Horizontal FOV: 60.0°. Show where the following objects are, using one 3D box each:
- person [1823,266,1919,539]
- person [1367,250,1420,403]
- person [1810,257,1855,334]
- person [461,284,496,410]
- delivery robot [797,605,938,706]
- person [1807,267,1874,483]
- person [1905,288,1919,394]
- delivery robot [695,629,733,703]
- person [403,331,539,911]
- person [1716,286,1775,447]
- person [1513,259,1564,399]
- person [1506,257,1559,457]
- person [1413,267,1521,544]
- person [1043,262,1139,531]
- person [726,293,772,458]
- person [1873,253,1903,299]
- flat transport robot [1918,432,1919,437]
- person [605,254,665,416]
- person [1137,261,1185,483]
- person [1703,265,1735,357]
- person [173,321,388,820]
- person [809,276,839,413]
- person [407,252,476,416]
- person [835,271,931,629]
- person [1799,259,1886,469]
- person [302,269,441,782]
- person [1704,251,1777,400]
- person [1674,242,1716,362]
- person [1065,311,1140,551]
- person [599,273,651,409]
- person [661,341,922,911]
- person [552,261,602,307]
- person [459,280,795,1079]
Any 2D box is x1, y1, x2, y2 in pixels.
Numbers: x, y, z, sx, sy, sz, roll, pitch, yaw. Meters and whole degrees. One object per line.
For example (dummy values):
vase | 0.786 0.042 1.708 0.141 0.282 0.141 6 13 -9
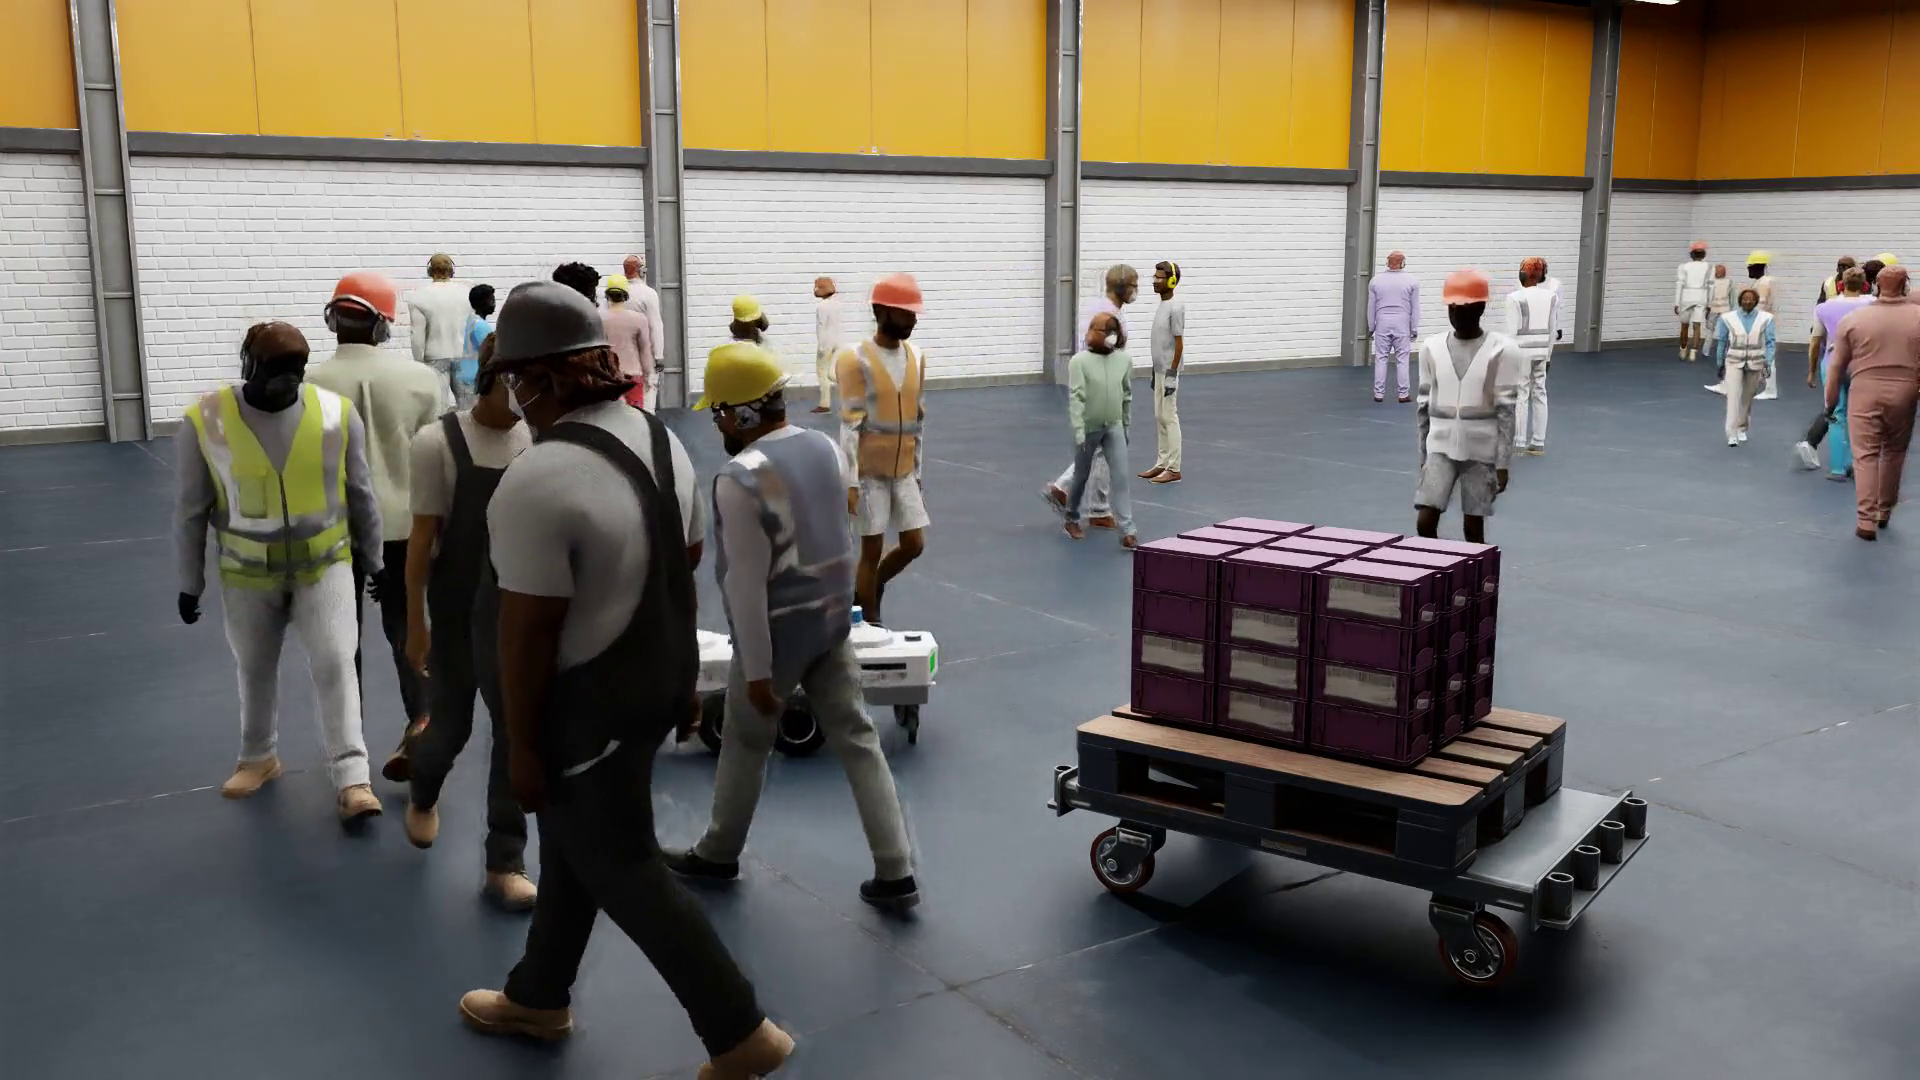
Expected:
person | 6.432 -0.973 11.662 0.683 1.864 0.920 4 11 20
person | 5.455 -2.681 20.937 0.643 1.910 0.399 4 11 23
person | 11.789 -2.884 22.338 0.882 1.801 0.645 -7 13 -34
person | -4.055 -1.372 14.426 0.778 1.670 0.552 -4 11 -19
delivery robot | -0.449 0.514 6.871 0.707 0.478 0.477 -1 10 -7
person | 7.548 -1.412 14.234 0.554 1.813 0.655 2 11 10
person | 12.696 -2.763 21.907 0.529 1.721 0.912 3 11 18
delivery robot | -1.177 0.524 6.818 0.707 0.478 0.477 -1 10 -7
person | -1.543 0.224 5.291 0.560 1.810 0.730 -8 13 -39
person | 7.880 -1.753 16.717 0.508 1.590 0.866 3 11 18
person | 7.468 -2.725 21.513 0.627 1.792 0.976 2 11 12
person | 5.381 -1.728 15.780 0.575 1.883 0.362 -4 11 -21
person | 2.615 -0.448 8.672 0.546 1.919 0.514 6 12 31
person | 0.963 -1.004 11.761 0.566 1.912 0.635 1 10 4
person | -1.448 -0.852 11.463 0.438 1.698 0.539 7 12 33
person | 8.910 -1.825 16.215 0.380 1.917 0.585 -5 11 -25
flat transport robot | 10.496 -1.088 16.689 1.431 0.197 0.652 -1 10 -8
person | -3.122 -1.820 16.204 0.647 1.913 0.409 6 12 30
person | 1.728 -1.421 14.117 0.328 1.876 0.514 -2 11 -12
person | 13.031 -3.915 28.578 0.509 1.598 0.875 2 11 13
person | -2.414 0.116 5.944 0.701 1.780 0.943 -5 11 -25
person | -1.522 -2.286 19.543 0.470 1.616 0.516 3 11 18
person | -4.595 -1.592 14.881 0.629 1.940 0.376 -6 12 -31
person | -0.401 -0.354 8.168 0.596 1.914 0.505 -9 13 -39
person | 7.979 -1.559 14.872 0.914 1.878 0.596 -5 12 -27
person | -2.248 -0.044 6.357 0.646 1.965 0.858 -6 12 -28
person | 10.074 -2.739 21.291 0.927 1.884 0.617 3 11 17
person | 12.298 -3.983 27.869 0.618 1.975 1.065 3 11 18
person | 0.937 -0.743 11.191 0.515 1.586 0.871 -4 11 -22
person | -2.920 -1.400 14.305 0.522 1.768 0.312 -3 11 -14
person | -0.512 0.277 5.116 0.930 1.772 0.657 7 13 35
person | -2.093 -0.574 9.292 0.785 1.932 0.635 -3 11 -16
person | -0.835 0.336 4.030 0.991 2.000 0.694 3 11 17
